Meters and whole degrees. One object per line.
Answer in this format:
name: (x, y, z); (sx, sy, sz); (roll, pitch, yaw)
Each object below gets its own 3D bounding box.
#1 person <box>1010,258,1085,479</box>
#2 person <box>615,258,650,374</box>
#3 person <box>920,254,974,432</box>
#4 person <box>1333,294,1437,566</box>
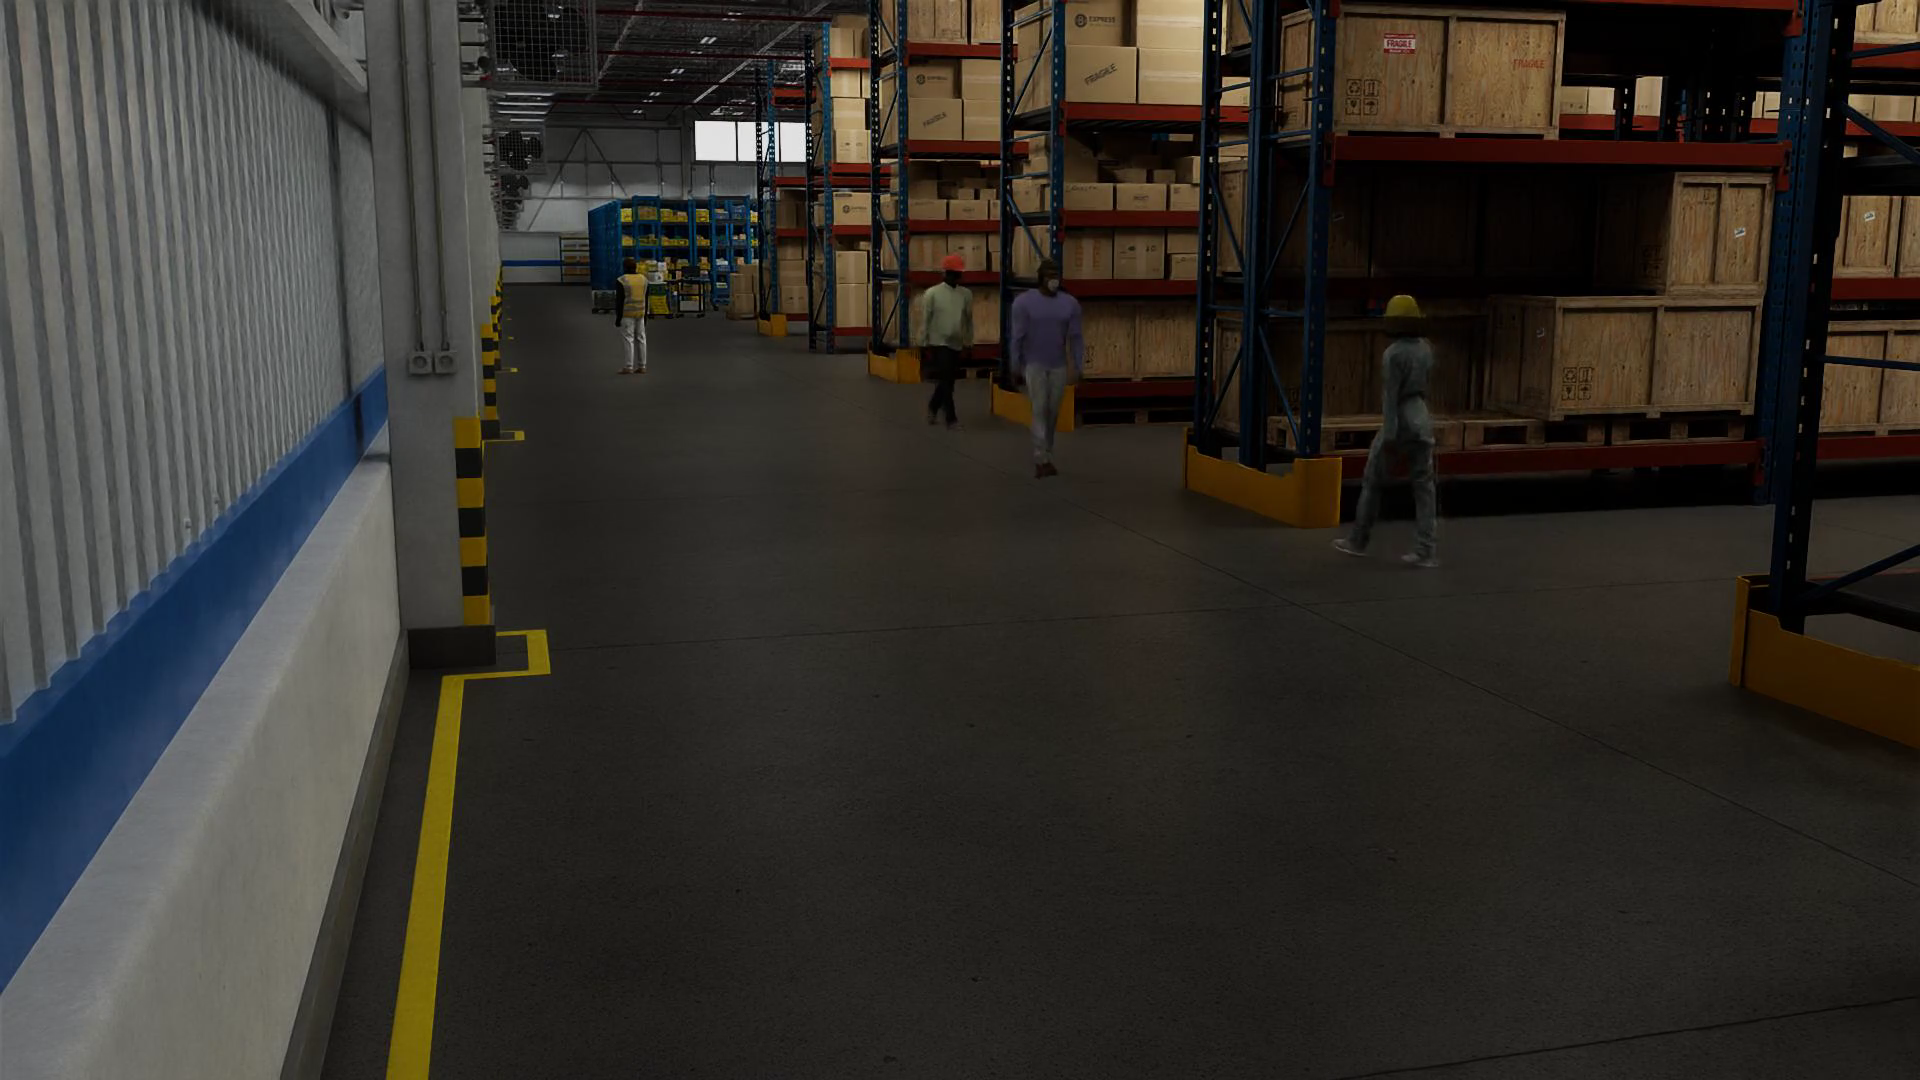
person: (0.798, -1.486, 14.531); (0.657, 1.909, 0.790); (-3, 10, -16)
person: (-5.222, -3.546, 26.398); (0.429, 1.844, 0.625); (8, 13, 39)
person: (-0.172, -2.201, 18.494); (0.635, 1.949, 0.937); (-6, 12, -32)
person: (2.782, -0.710, 10.700); (0.491, 1.712, 0.816); (-6, 12, -30)
